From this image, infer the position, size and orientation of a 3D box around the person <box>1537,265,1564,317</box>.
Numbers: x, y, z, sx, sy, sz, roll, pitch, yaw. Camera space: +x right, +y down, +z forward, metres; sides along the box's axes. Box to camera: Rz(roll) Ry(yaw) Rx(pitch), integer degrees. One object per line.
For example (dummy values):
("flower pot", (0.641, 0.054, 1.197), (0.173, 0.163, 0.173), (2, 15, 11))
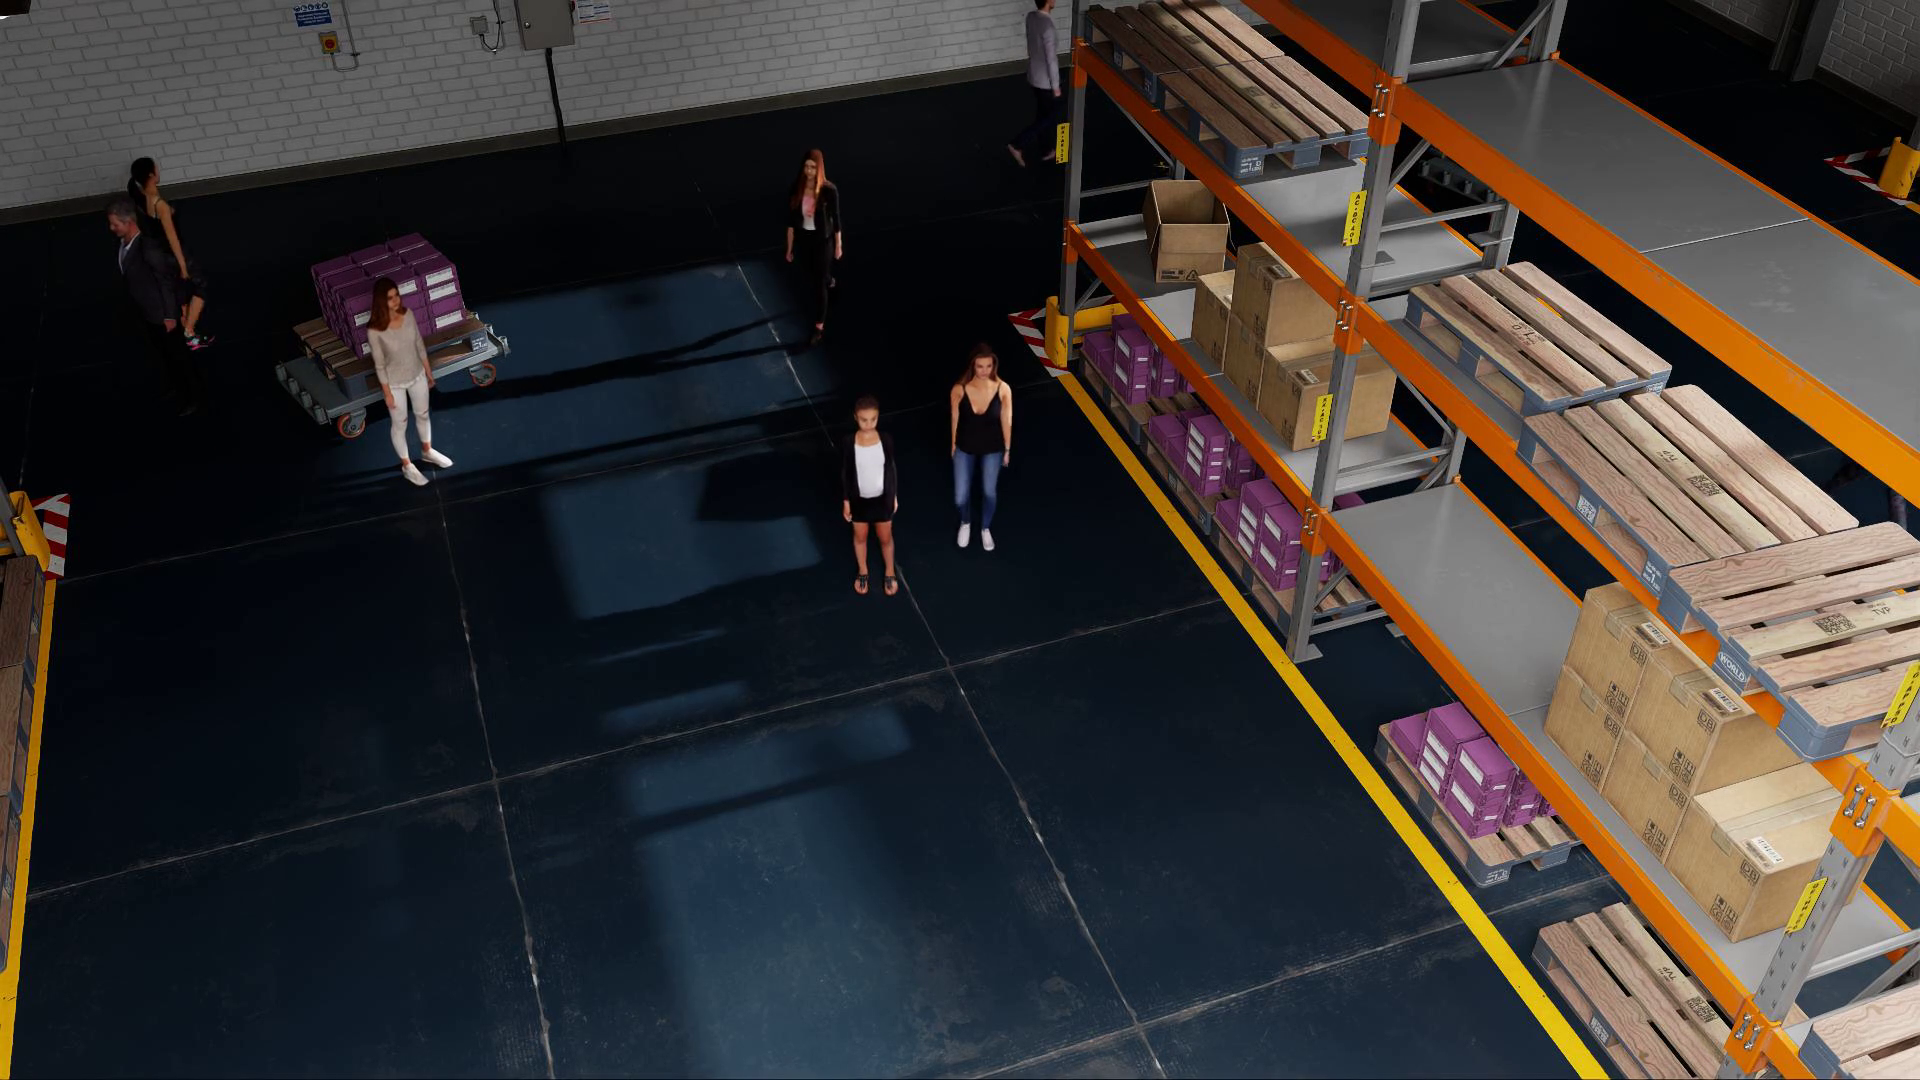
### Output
("person", (4.313, -1.302, 12.540), (0.681, 1.608, 0.802), (-20, 43, -23))

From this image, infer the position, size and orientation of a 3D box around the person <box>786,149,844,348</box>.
("person", (-1.185, -2.543, 14.032), (1.052, 1.685, 1.139), (15, 41, 17))

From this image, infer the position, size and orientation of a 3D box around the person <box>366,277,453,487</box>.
("person", (-4.138, -1.198, 12.330), (0.709, 1.707, 0.676), (25, 45, 28))

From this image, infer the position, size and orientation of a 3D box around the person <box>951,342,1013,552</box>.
("person", (0.128, -0.690, 11.693), (0.658, 1.708, 0.688), (-1, 39, -2))

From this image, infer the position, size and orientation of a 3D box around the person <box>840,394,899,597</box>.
("person", (-0.633, -0.333, 11.369), (0.614, 1.554, 0.669), (-2, 39, -3))

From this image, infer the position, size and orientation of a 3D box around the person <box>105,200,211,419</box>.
("person", (-6.307, -1.840, 13.030), (0.738, 1.836, 0.871), (28, 46, 30))

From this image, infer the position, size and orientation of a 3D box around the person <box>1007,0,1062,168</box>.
("person", (0.760, -4.550, 16.423), (0.730, 1.837, 0.855), (-13, 40, -16))

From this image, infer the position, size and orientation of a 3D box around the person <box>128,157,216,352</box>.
("person", (-6.571, -2.295, 13.695), (0.710, 1.719, 0.773), (20, 43, 23))
